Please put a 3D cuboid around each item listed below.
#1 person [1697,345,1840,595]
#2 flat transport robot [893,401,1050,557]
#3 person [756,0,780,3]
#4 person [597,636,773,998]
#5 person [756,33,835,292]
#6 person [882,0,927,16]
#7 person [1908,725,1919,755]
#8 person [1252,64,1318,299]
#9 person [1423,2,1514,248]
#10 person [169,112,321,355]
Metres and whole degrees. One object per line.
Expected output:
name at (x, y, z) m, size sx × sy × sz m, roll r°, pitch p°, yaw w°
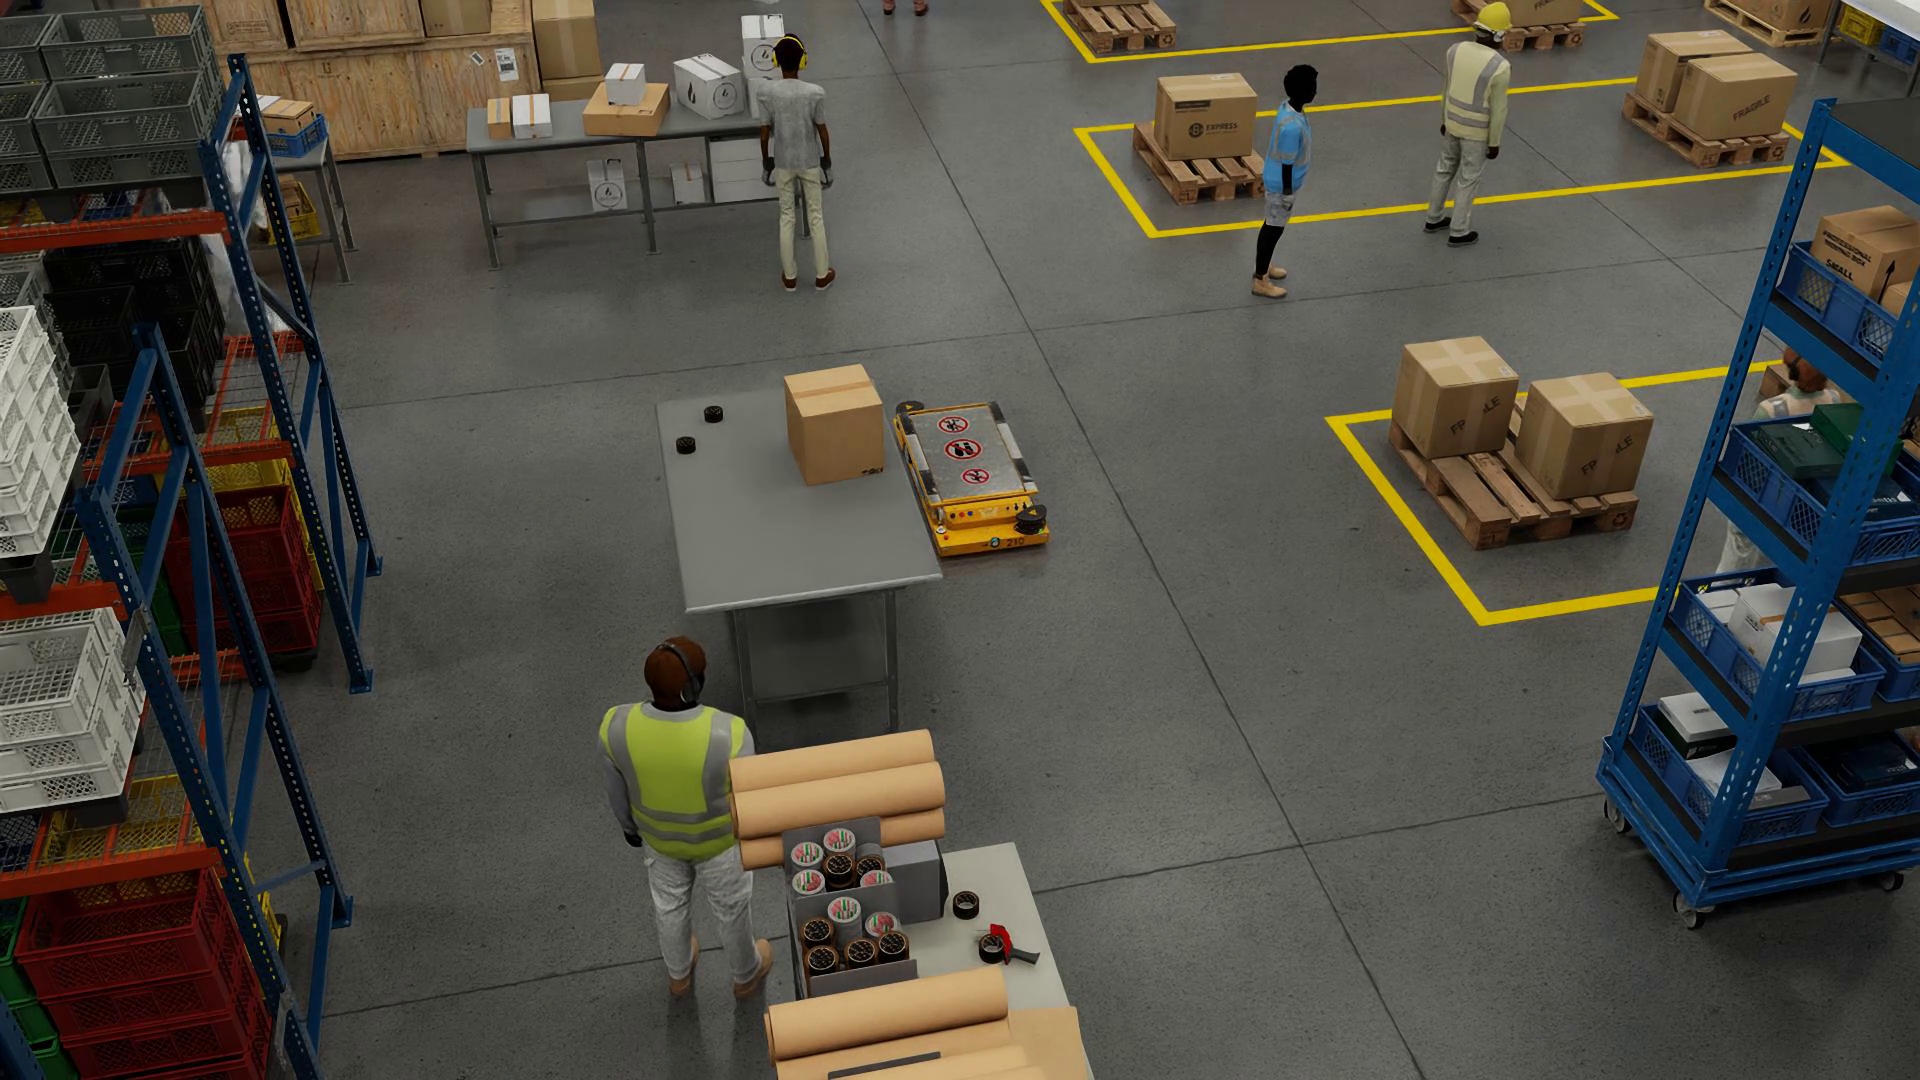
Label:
person at (4.290, -0.306, 8.811) m, size 0.508 × 1.631 × 0.312 m, roll -11°, pitch 38°, yaw -14°
flat transport robot at (0.046, -0.430, 10.108) m, size 0.652 × 0.197 × 1.431 m, roll -8°, pitch 37°, yaw -10°
person at (-2.075, -6.378, 16.755) m, size 0.464 × 1.894 × 0.635 m, roll 8°, pitch 37°, yaw 10°
person at (-1.070, 1.141, 6.693) m, size 0.627 × 1.839 × 0.429 m, roll 5°, pitch 37°, yaw 6°
person at (-1.155, -2.648, 11.762) m, size 0.521 × 1.869 × 0.328 m, roll 1°, pitch 37°, yaw 1°
person at (-0.557, -6.178, 16.484) m, size 0.652 × 1.902 × 0.399 m, roll 6°, pitch 37°, yaw 8°
person at (4.591, 0.278, 7.742) m, size 0.627 × 1.979 × 0.412 m, roll 14°, pitch 39°, yaw 18°
person at (2.295, -2.537, 11.758) m, size 0.320 × 1.692 × 0.532 m, roll 5°, pitch 37°, yaw 7°
person at (3.813, -3.084, 12.386) m, size 0.403 × 1.823 × 0.595 m, roll -19°, pitch 41°, yaw -24°
person at (-4.840, -2.066, 11.017) m, size 0.960 × 1.817 × 0.649 m, roll 12°, pitch 38°, yaw 15°
